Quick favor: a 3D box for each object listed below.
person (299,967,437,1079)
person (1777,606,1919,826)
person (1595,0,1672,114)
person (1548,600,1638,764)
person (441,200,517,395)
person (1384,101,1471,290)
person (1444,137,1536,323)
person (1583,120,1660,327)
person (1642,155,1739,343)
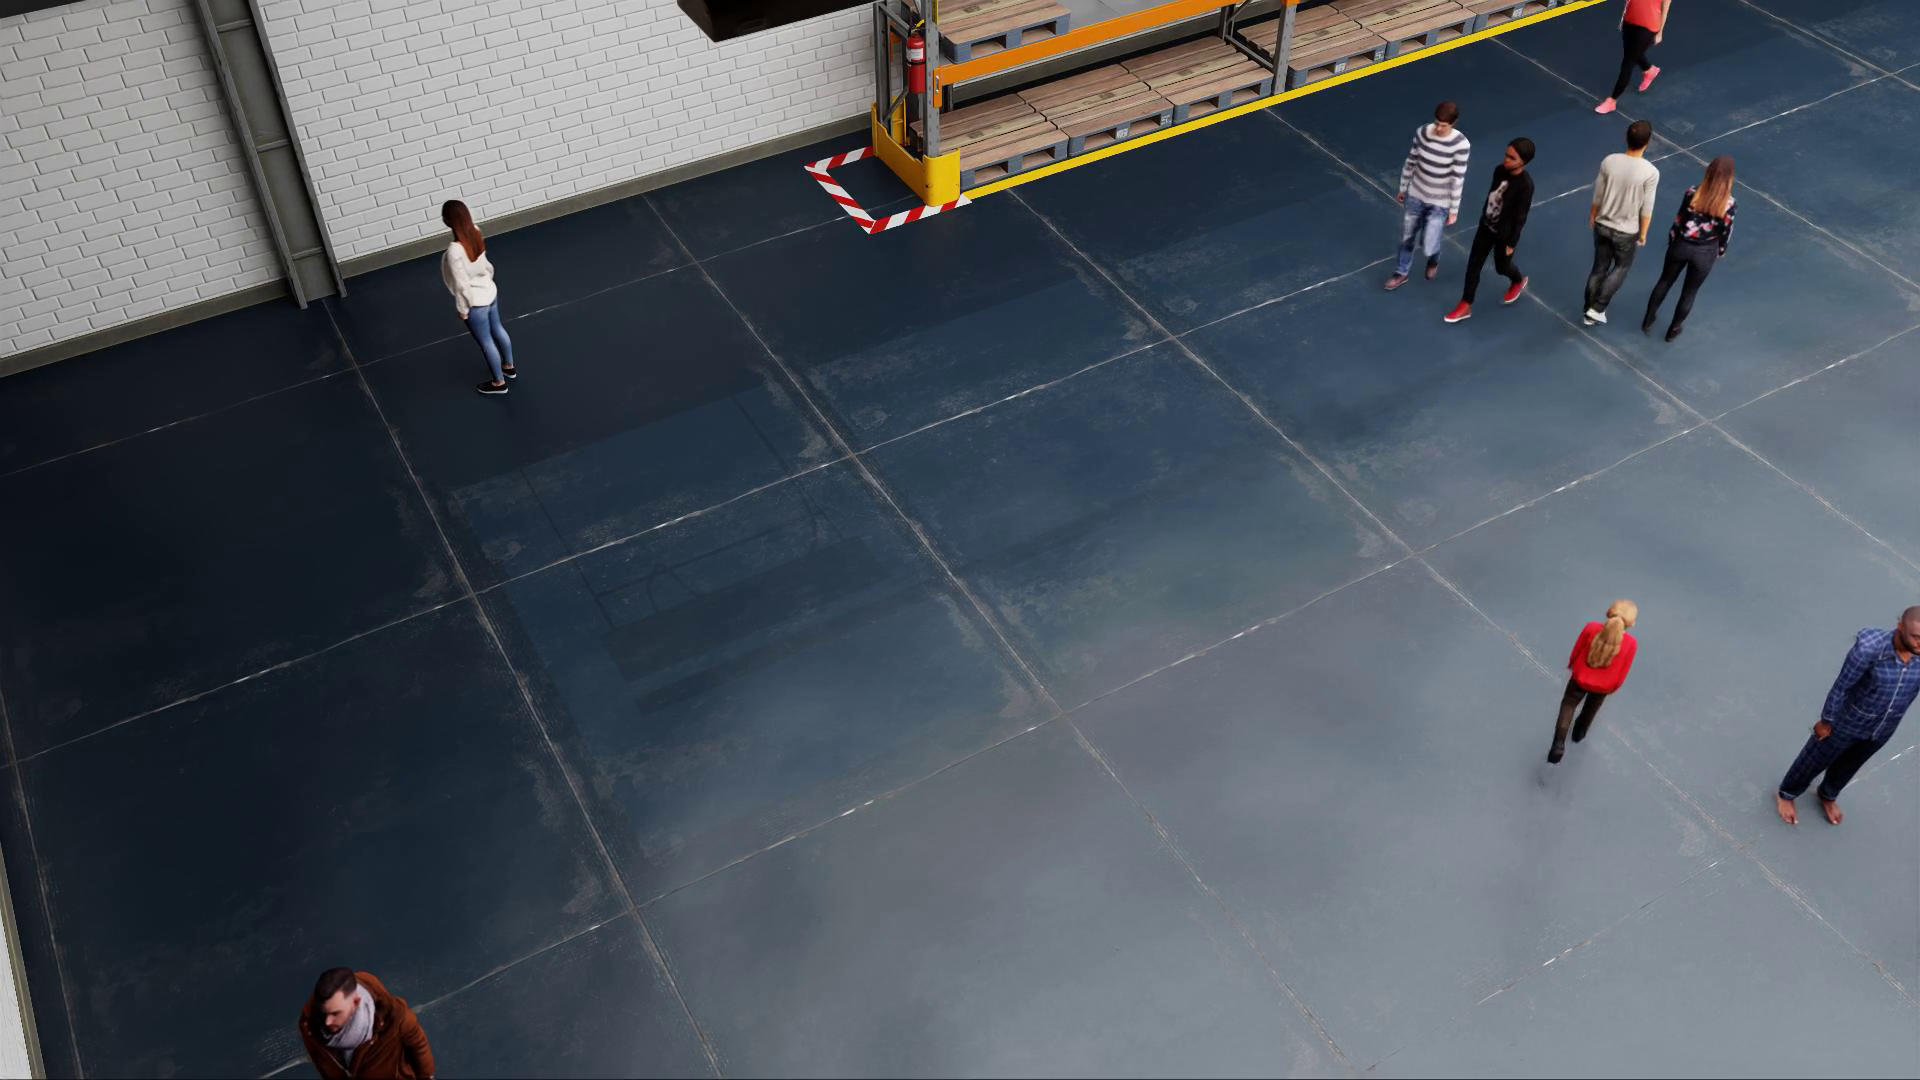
[{"bbox_3d":[-2.806,2.603,8.004,0.795,1.838,0.890,-1,44,-1],"label":"person"},{"bbox_3d":[5.252,1.010,9.692,0.701,1.817,0.815,0,44,0],"label":"person"},{"bbox_3d":[6.659,-4.972,16.080,1.080,1.666,0.597,-21,48,-21],"label":"person"},{"bbox_3d":[3.879,0.880,10.226,0.748,1.267,0.868,19,47,19],"label":"person"},{"bbox_3d":[-3.720,-1.872,12.807,0.760,1.691,0.705,10,44,10],"label":"person"},{"bbox_3d":[3.931,-2.847,13.735,0.888,1.823,0.843,-32,52,-29],"label":"person"},{"bbox_3d":[4.449,-2.532,13.528,1.043,1.652,0.608,-23,48,-23],"label":"person"},{"bbox_3d":[5.232,-2.477,13.366,0.786,1.796,0.791,35,53,31],"label":"person"},{"bbox_3d":[5.857,-2.299,13.263,0.671,1.681,0.674,28,50,26],"label":"person"}]
